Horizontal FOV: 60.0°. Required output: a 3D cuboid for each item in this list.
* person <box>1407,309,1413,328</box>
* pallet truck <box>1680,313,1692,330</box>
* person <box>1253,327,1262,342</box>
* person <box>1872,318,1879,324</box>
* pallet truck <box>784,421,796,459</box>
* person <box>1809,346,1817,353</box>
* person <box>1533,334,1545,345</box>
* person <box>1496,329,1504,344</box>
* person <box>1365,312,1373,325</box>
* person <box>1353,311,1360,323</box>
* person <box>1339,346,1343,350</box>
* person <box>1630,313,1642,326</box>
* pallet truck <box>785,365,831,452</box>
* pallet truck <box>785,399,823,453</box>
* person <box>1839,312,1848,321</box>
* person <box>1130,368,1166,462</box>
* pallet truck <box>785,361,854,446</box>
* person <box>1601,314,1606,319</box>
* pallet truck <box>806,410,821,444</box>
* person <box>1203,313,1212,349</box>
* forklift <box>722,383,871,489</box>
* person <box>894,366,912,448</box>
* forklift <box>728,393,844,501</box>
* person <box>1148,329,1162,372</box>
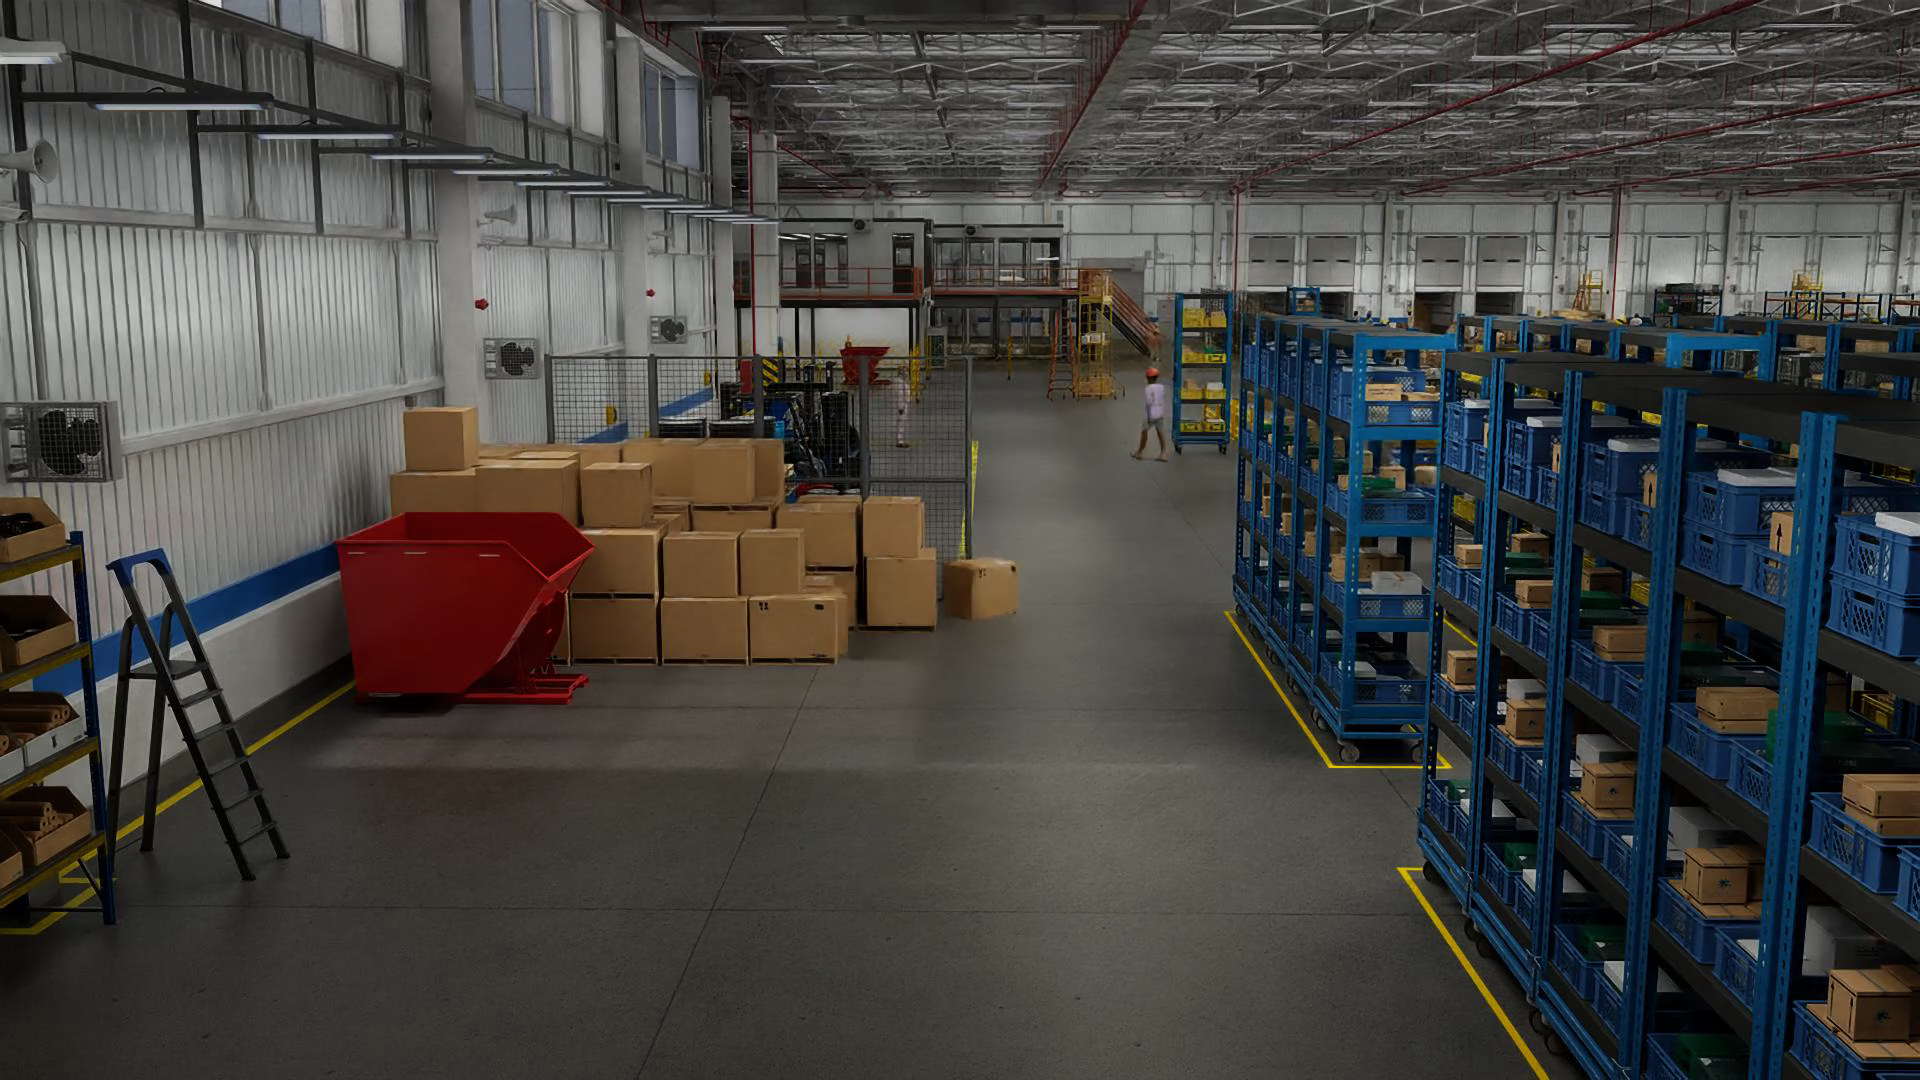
[{"bbox_3d":[25.592,-12.173,94.620,0.394,1.921,0.584,5,11,29],"label":"person"},{"bbox_3d":[36.315,-10.531,84.244,0.823,1.965,1.885,-6,11,-33],"label":"pallet truck"},{"bbox_3d":[12.347,-8.052,69.086,0.423,1.947,0.647,8,12,42],"label":"person"},{"bbox_3d":[42.317,-9.333,77.074,0.381,1.923,0.591,6,11,35],"label":"person"},{"bbox_3d":[-4.013,-1.793,32.705,1.601,1.201,0.680,0,9,1],"label":"pallet truck"},{"bbox_3d":[28.131,-5.606,55.023,0.505,1.620,0.434,0,9,-2],"label":"person"},{"bbox_3d":[23.952,-8.007,69.109,0.636,1.871,0.884,-9,13,-43],"label":"person"},{"bbox_3d":[21.711,-7.741,67.219,0.552,1.934,0.364,5,11,29],"label":"person"},{"bbox_3d":[21.240,-10.865,86.449,0.388,1.947,0.615,-2,9,-11],"label":"person"},{"bbox_3d":[22.314,-12.004,93.809,0.430,1.845,0.619,5,11,30],"label":"person"},{"bbox_3d":[15.043,-7.435,65.521,0.328,1.877,0.513,-2,9,-12],"label":"person"},{"bbox_3d":[34.657,-10.670,85.278,0.361,1.939,0.635,-8,13,-42],"label":"person"},{"bbox_3d":[-3.774,-2.976,37.635,1.885,1.965,0.823,1,9,5],"label":"pallet truck"},{"bbox_3d":[-3.814,-2.432,36.419,1.630,1.274,0.653,0,9,1],"label":"pallet truck"},{"bbox_3d":[47.475,-11.334,89.559,1.002,1.879,0.553,-5,11,-30],"label":"person"},{"bbox_3d":[4.122,-2.706,35.944,0.625,1.996,0.982,-7,12,-38],"label":"person"},{"bbox_3d":[-3.410,-3.193,38.978,1.885,1.965,0.823,0,9,-1],"label":"pallet truck"},{"bbox_3d":[33.834,-10.947,87.421,0.902,1.805,0.648,7,11,35],"label":"person"},{"bbox_3d":[-3.559,-2.018,33.905,1.522,1.261,0.704,0,9,-1],"label":"pallet truck"},{"bbox_3d":[12.947,-10.897,86.852,0.573,1.883,0.355,-5,10,-28],"label":"person"},{"bbox_3d":[-2.893,-1.687,28.729,2.680,1.987,1.157,0,9,-1],"label":"forklift"},{"bbox_3d":[-1.331,-3.111,38.756,0.403,1.904,0.651,0,9,3],"label":"person"},{"bbox_3d":[-2.979,-1.316,26.476,2.680,1.987,1.157,0,9,1],"label":"forklift"},{"bbox_3d":[7.921,-7.714,67.638,0.576,1.741,0.411,1,9,6],"label":"person"}]
